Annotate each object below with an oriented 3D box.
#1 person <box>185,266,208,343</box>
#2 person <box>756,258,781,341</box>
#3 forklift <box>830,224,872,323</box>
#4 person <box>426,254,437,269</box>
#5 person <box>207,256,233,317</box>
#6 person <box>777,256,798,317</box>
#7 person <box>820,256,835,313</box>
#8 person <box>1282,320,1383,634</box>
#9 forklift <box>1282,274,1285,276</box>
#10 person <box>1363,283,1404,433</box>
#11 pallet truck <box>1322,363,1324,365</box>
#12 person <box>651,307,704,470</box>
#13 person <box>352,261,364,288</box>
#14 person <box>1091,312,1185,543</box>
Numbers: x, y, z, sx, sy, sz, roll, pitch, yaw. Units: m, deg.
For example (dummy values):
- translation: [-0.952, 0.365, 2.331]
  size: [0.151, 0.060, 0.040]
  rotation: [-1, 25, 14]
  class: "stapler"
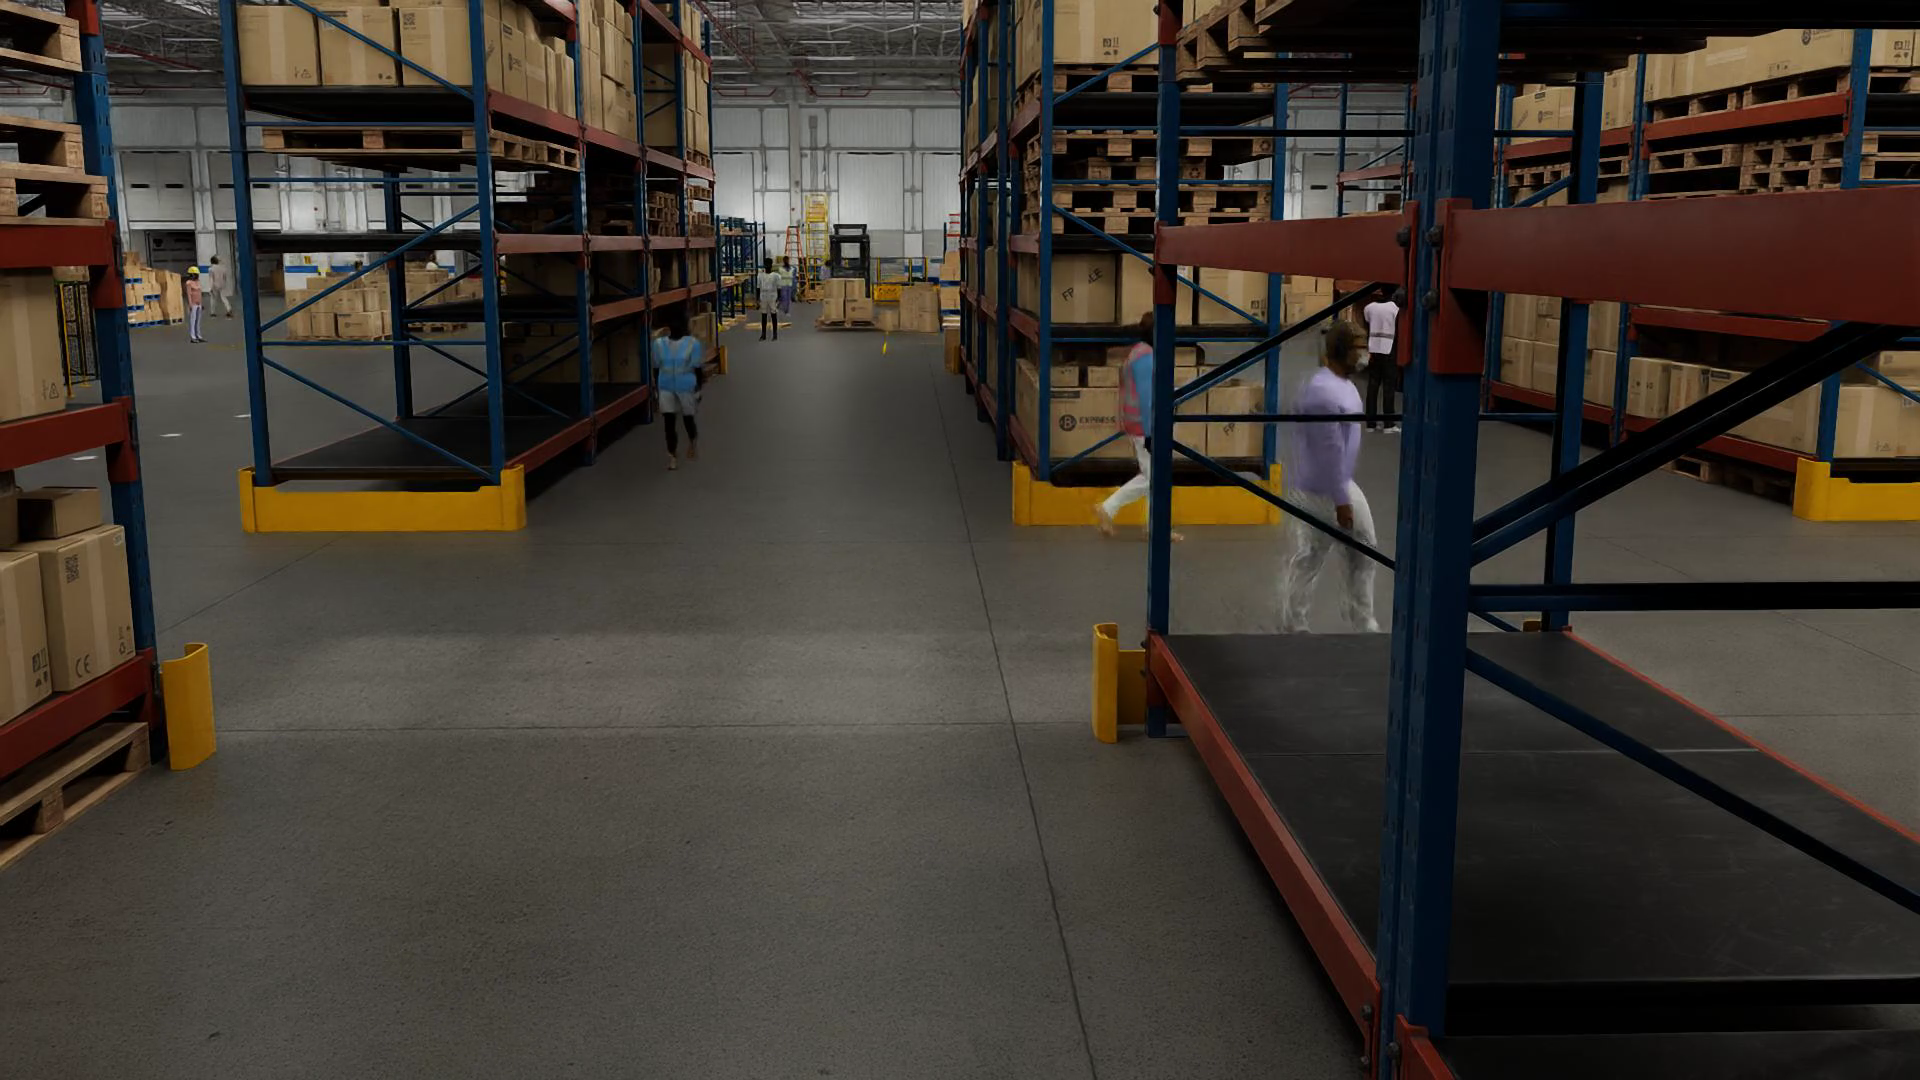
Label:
- translation: [-17.751, -5.458, 38.625]
  size: [0.309, 1.772, 0.525]
  rotation: [1, 10, 7]
  class: "person"
- translation: [-4.542, -5.709, 39.468]
  size: [0.607, 1.966, 0.367]
  rotation: [1, 10, 8]
  class: "person"
- translation: [-3.040, -7.392, 46.299]
  size: [1.129, 2.768, 1.873]
  rotation: [0, 10, -2]
  class: "forklift"
- translation: [-17.169, -8.336, 54.188]
  size: [0.367, 1.938, 0.631]
  rotation: [-8, 13, -39]
  class: "person"
- translation: [-22.993, -7.848, 51.584]
  size: [0.957, 1.912, 0.634]
  rotation: [6, 12, 32]
  class: "person"
- translation: [-5.327, -7.855, 51.663]
  size: [0.595, 1.889, 0.851]
  rotation: [-7, 12, -33]
  class: "person"
- translation: [-4.316, -8.422, 54.854]
  size: [0.678, 1.880, 0.389]
  rotation: [-3, 11, -17]
  class: "person"
- translation: [2.175, -0.250, 9.230]
  size: [0.822, 1.909, 0.632]
  rotation: [5, 12, 28]
  class: "person"
- translation: [12.154, -10.737, 64.933]
  size: [1.129, 2.768, 1.873]
  rotation: [0, 10, -2]
  class: "forklift"
- translation: [5.205, -2.267, 20.427]
  size: [0.390, 1.920, 0.587]
  rotation: [-8, 13, -39]
  class: "person"
- translation: [7.712, -4.157, 30.737]
  size: [1.885, 1.965, 0.823]
  rotation: [3, 11, 16]
  class: "pallet truck"
- translation: [-2.924, -1.582, 17.286]
  size: [0.540, 1.679, 0.625]
  rotation: [0, 10, 0]
  class: "person"
- translation: [-16.206, -6.636, 45.044]
  size: [0.963, 1.818, 0.541]
  rotation: [-8, 13, -36]
  class: "person"
- translation: [1.405, -0.858, 12.848]
  size: [0.634, 1.820, 0.637]
  rotation: [2, 10, 10]
  class: "person"
